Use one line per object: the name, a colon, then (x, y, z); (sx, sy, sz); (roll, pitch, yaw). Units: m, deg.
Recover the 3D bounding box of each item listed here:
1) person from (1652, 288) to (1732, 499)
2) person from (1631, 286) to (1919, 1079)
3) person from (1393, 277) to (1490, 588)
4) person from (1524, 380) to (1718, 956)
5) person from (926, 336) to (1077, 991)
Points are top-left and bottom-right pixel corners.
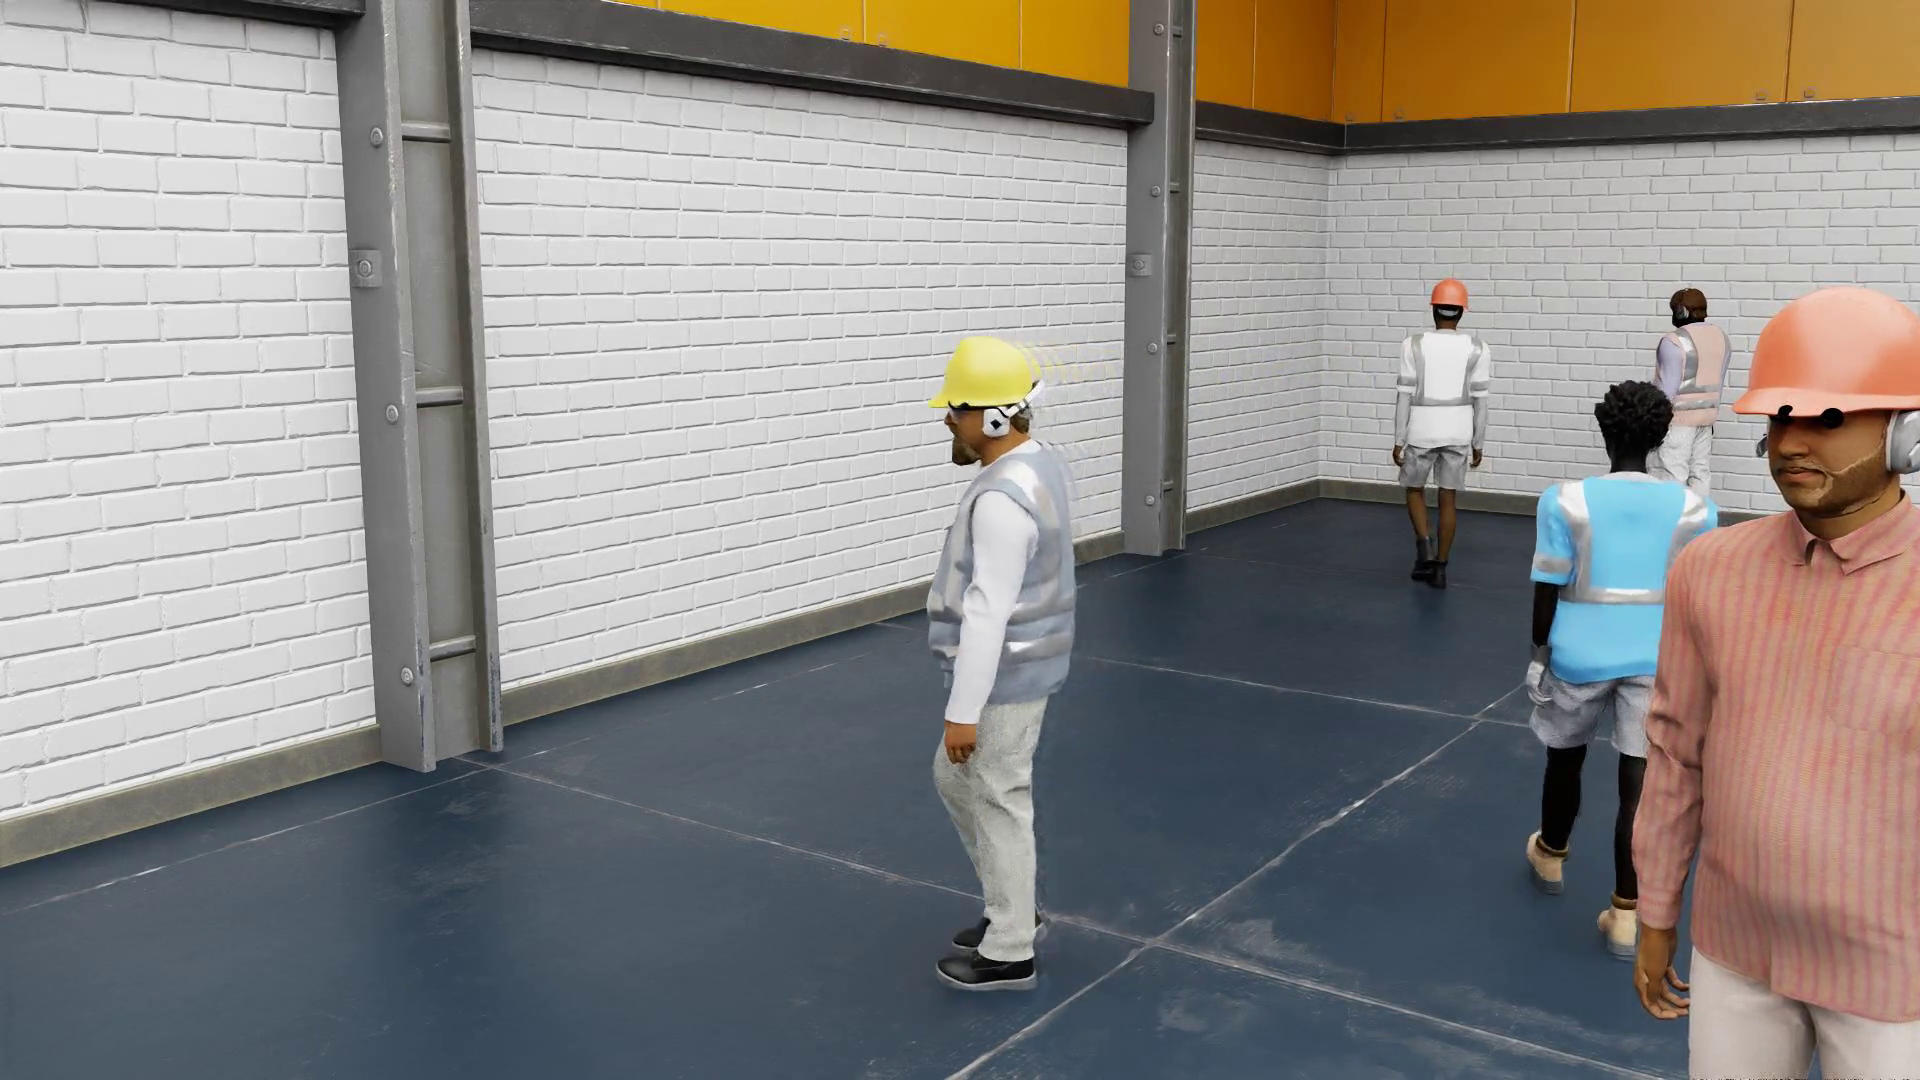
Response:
person: (4.978, -0.808, 11.462); (0.623, 1.839, 0.429); (-5, 11, -29)
person: (1.297, 0.620, 2.527); (0.396, 1.989, 0.619); (-6, 11, -34)
person: (2.960, -0.648, 10.255); (0.562, 1.918, 0.427); (1, 10, 9)
person: (1.988, 0.347, 5.067); (0.553, 1.655, 0.812); (2, 10, 11)
person: (0.085, 0.359, 4.542); (0.453, 1.819, 0.627); (1, 10, 7)
